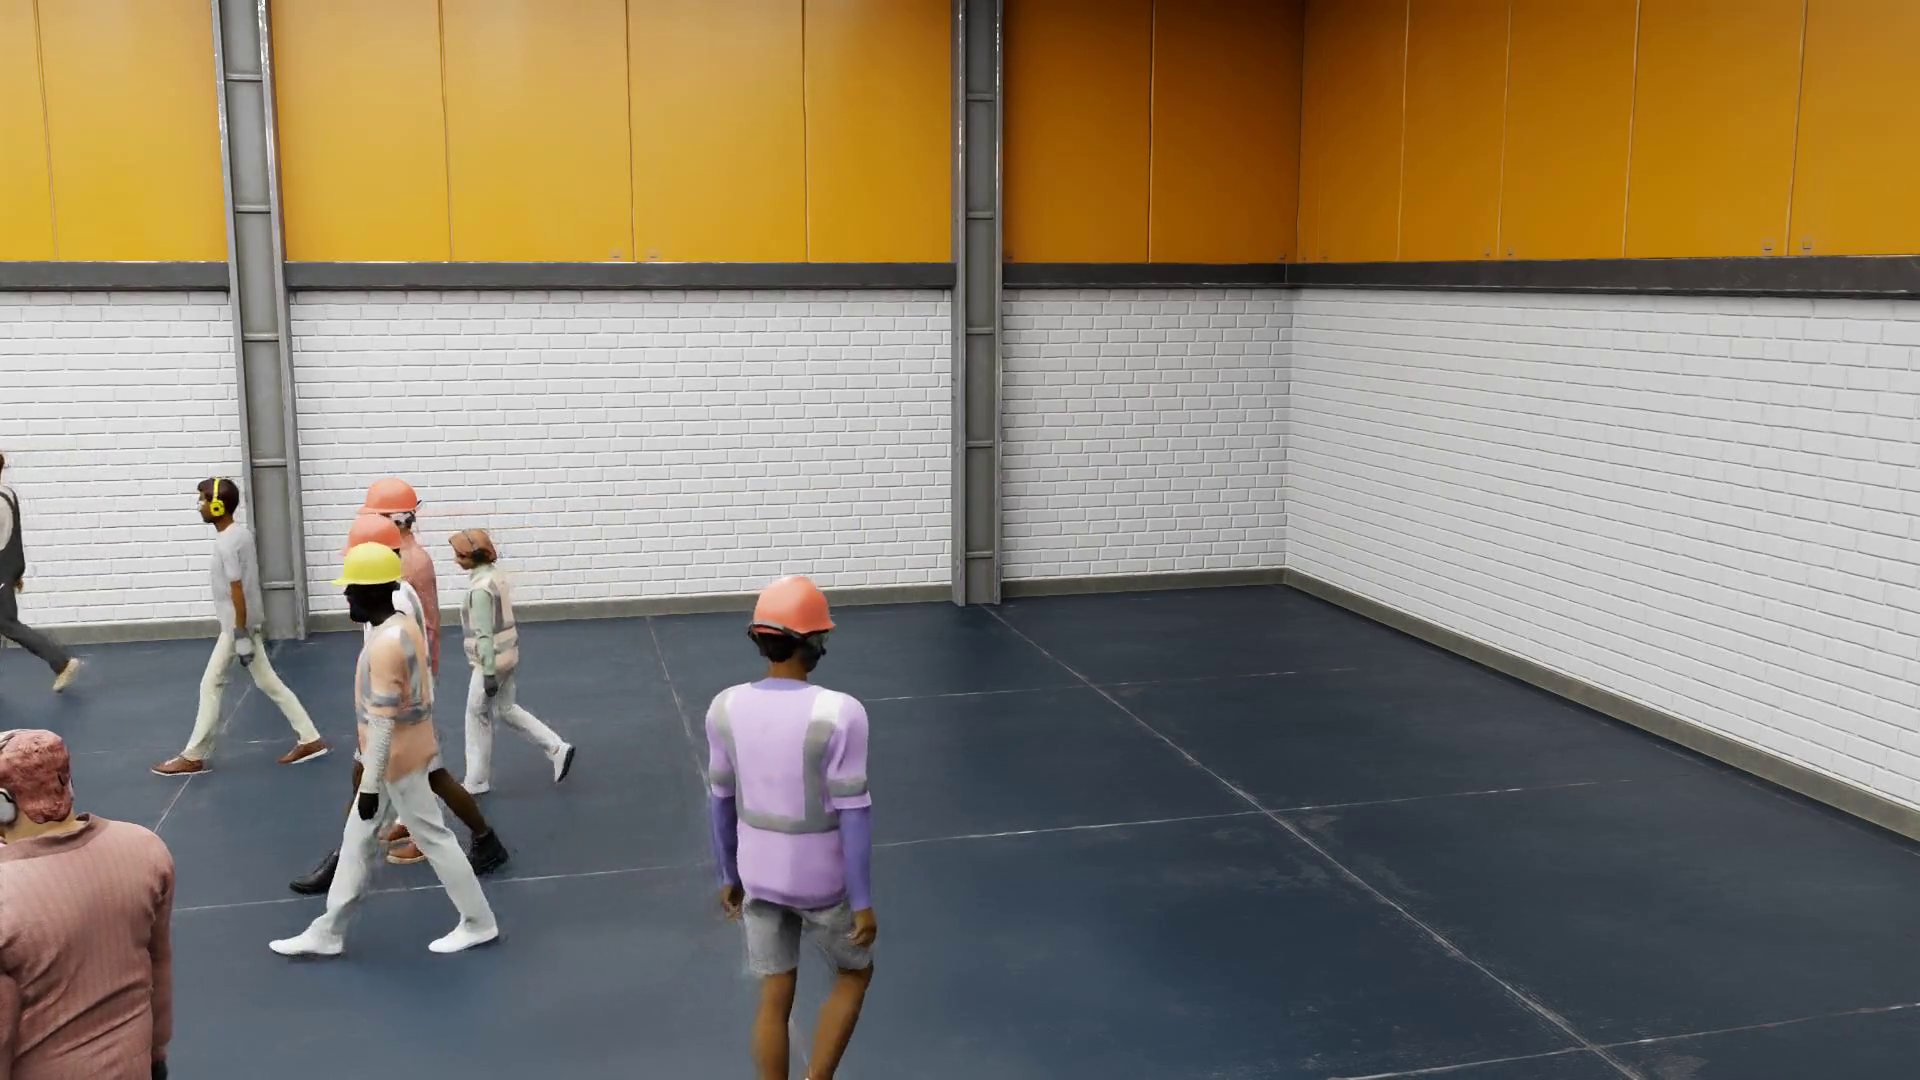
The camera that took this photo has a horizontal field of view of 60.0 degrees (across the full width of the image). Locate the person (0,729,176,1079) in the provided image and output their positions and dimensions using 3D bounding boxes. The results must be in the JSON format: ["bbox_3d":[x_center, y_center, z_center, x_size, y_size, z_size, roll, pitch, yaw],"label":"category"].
[{"bbox_3d":[-2.317,1.410,4.280,0.407,1.903,0.639,3,10,20],"label":"person"}]

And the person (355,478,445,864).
[{"bbox_3d":[-2.888,0.666,8.629,0.381,1.994,0.622,-6,11,-32],"label":"person"}]

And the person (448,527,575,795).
[{"bbox_3d":[-2.628,0.703,9.604,0.693,1.604,0.547,-1,9,-6],"label":"person"}]

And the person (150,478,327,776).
[{"bbox_3d":[-4.397,0.518,10.126,0.994,1.823,0.555,-2,9,-12],"label":"person"}]

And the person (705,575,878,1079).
[{"bbox_3d":[-0.543,1.126,5.646,0.652,2.028,0.430,4,10,24],"label":"person"}]

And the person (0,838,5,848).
[{"bbox_3d":[-2.696,1.357,4.610,0.636,1.902,0.406,7,12,39],"label":"person"}]

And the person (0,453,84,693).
[{"bbox_3d":[-6.778,0.238,11.866,0.843,1.822,0.515,-2,9,-13],"label":"person"}]

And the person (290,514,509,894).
[{"bbox_3d":[-2.746,0.798,8.187,1.033,1.882,0.563,-4,10,-26],"label":"person"}]

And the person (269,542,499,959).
[{"bbox_3d":[-2.528,0.939,7.296,0.980,1.871,0.604,-3,10,-18],"label":"person"}]
